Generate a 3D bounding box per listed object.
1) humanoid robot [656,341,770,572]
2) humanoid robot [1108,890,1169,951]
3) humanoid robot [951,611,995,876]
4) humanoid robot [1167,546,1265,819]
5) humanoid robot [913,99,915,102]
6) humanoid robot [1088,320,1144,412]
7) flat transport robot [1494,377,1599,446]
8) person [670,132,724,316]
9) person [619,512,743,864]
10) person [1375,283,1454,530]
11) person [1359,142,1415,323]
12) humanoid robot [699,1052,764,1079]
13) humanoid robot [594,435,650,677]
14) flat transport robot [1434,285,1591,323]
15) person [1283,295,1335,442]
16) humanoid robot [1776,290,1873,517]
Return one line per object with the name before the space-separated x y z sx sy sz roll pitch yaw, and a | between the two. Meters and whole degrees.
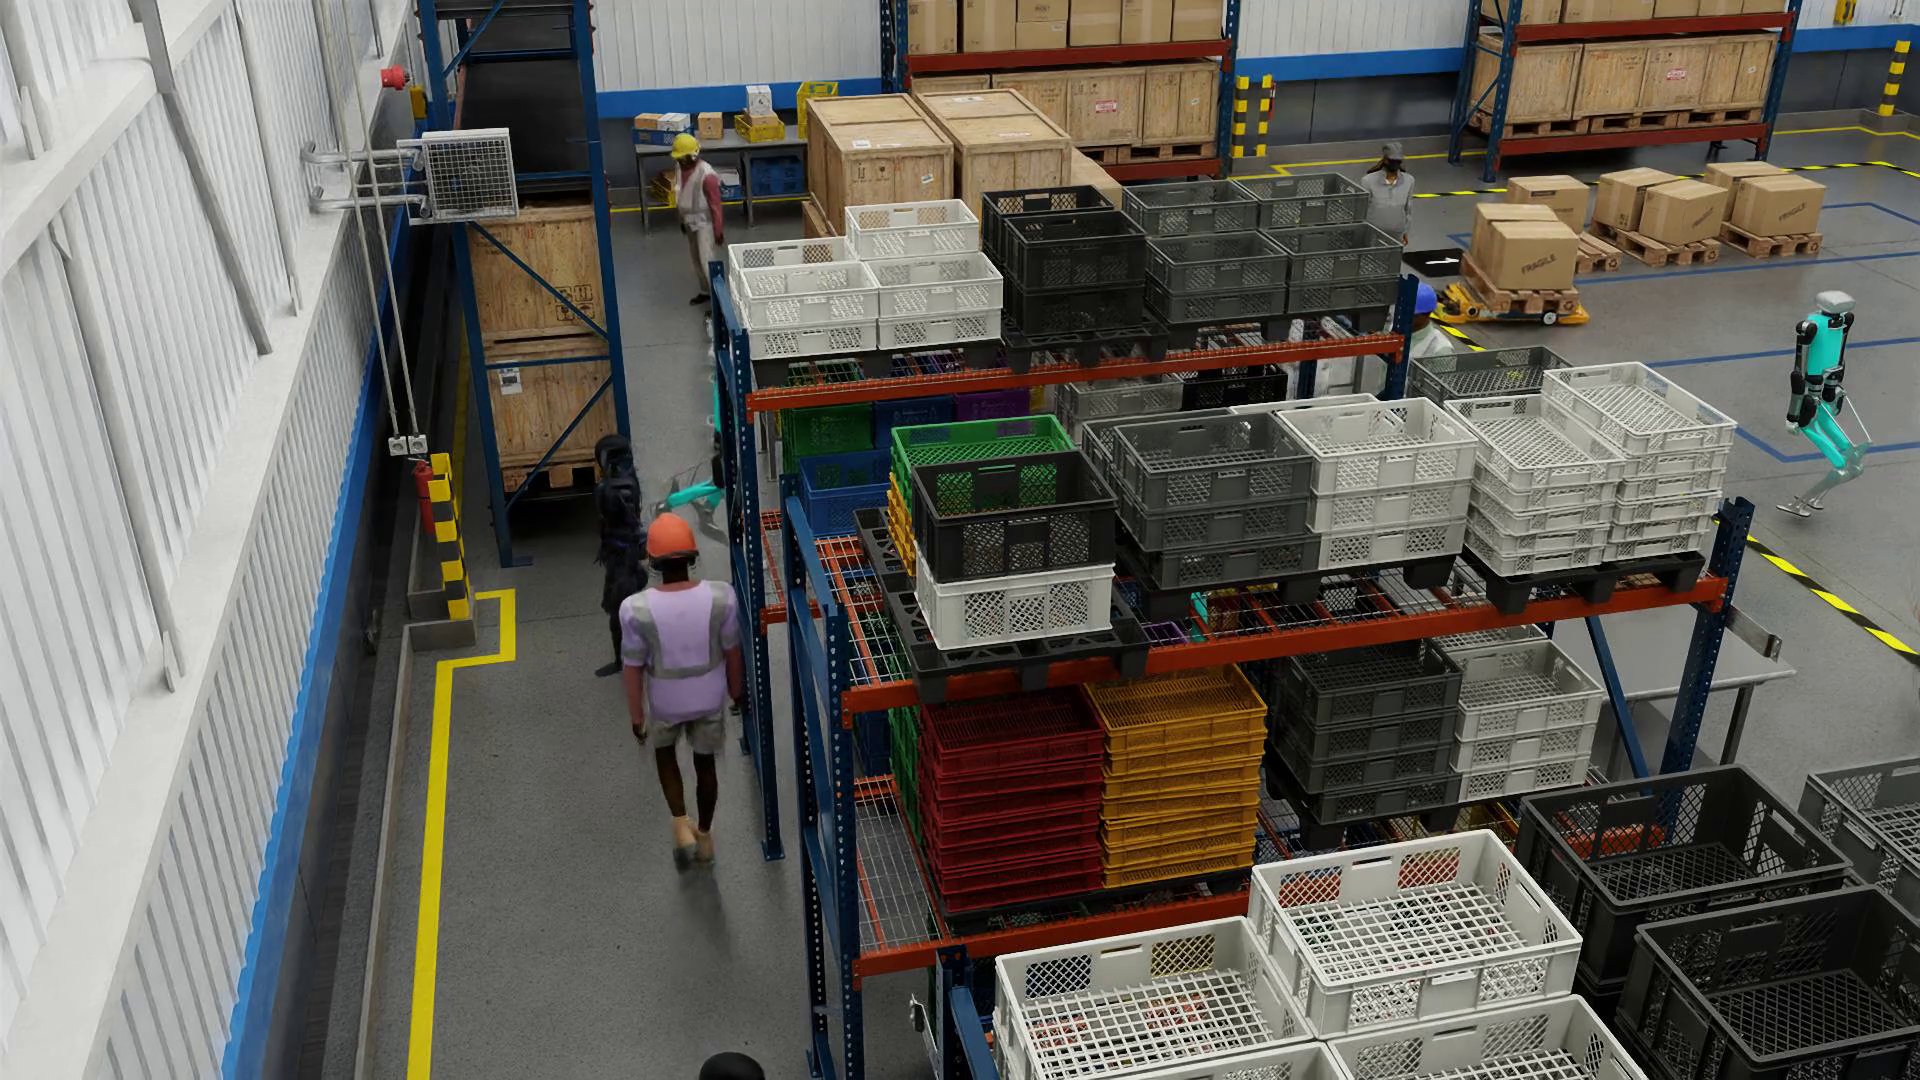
humanoid robot | -1.841 -0.503 11.479 1.024 1.775 0.537 -2 28 -5
humanoid robot | 0.794 1.353 7.974 0.820 1.832 0.536 7 29 14
humanoid robot | 0.156 1.051 8.524 0.660 1.846 0.540 -1 28 -2
humanoid robot | 1.408 0.796 8.818 0.735 1.677 0.533 5 28 9
humanoid robot | -0.509 -3.968 18.059 0.506 1.641 0.585 -5 28 -10
humanoid robot | 1.229 -1.214 12.824 0.589 1.656 0.324 -13 30 -23
flat transport robot | 4.780 -1.036 14.013 0.659 0.231 1.431 -6 28 -12
person | -2.588 -3.114 16.312 0.458 1.806 0.615 -21 34 -34
person | -1.425 0.794 8.654 0.618 2.025 0.431 -8 29 -15
person | 3.238 -0.937 12.035 0.412 1.939 0.609 -14 31 -24
person | 4.066 -2.967 16.066 0.561 1.768 0.398 -3 28 -6
humanoid robot | -0.736 2.459 5.855 0.340 1.655 0.584 1 28 3
humanoid robot | -2.097 0.091 10.388 0.501 1.642 0.612 -15 31 -25
flat transport robot | 5.437 -2.353 16.482 1.431 0.197 0.652 0 28 0
person | 2.551 -1.244 12.704 0.785 1.852 0.576 -17 32 -30
humanoid robot | 6.380 -0.937 12.106 0.533 1.677 0.735 -15 31 -26
